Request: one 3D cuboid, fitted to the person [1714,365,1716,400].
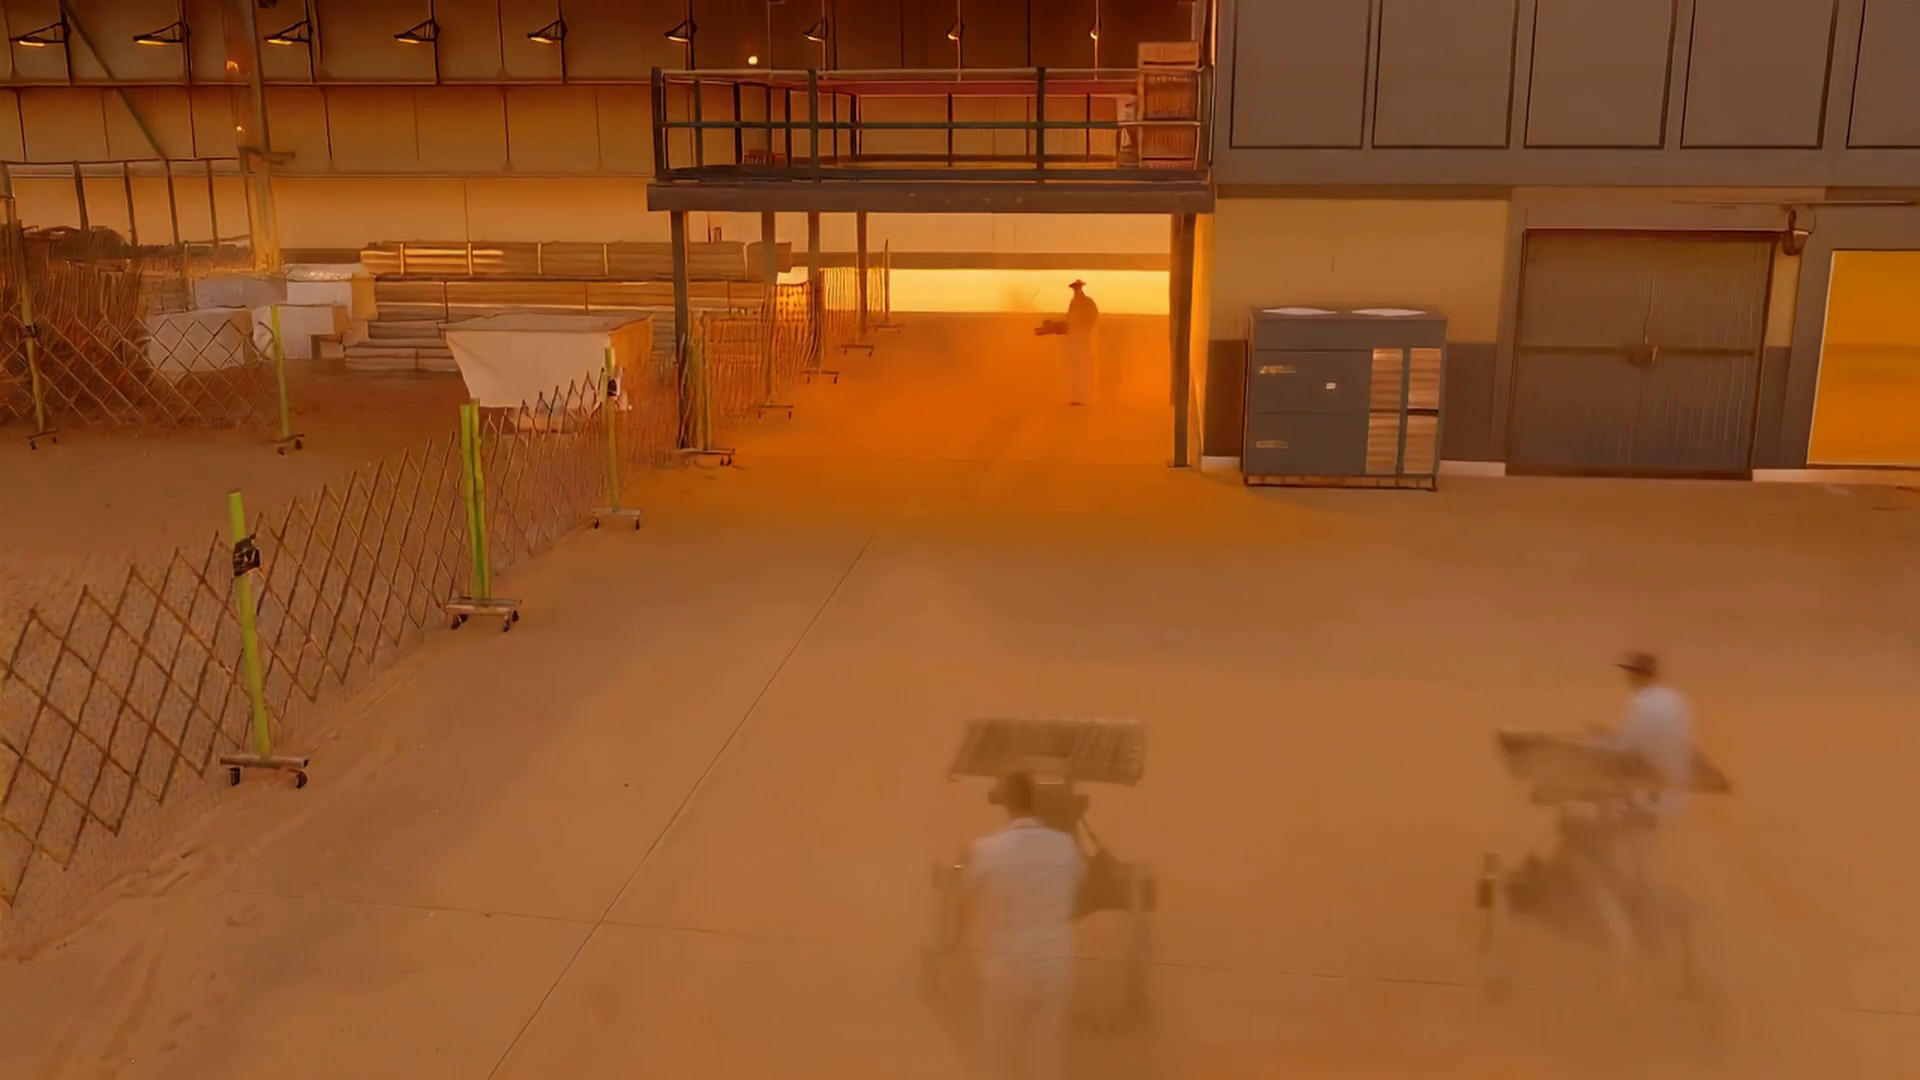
[{"bbox_3d":[8.103,-1.648,18.102,0.266,1.631,0.507,-6,15,-22],"label":"person"}]
